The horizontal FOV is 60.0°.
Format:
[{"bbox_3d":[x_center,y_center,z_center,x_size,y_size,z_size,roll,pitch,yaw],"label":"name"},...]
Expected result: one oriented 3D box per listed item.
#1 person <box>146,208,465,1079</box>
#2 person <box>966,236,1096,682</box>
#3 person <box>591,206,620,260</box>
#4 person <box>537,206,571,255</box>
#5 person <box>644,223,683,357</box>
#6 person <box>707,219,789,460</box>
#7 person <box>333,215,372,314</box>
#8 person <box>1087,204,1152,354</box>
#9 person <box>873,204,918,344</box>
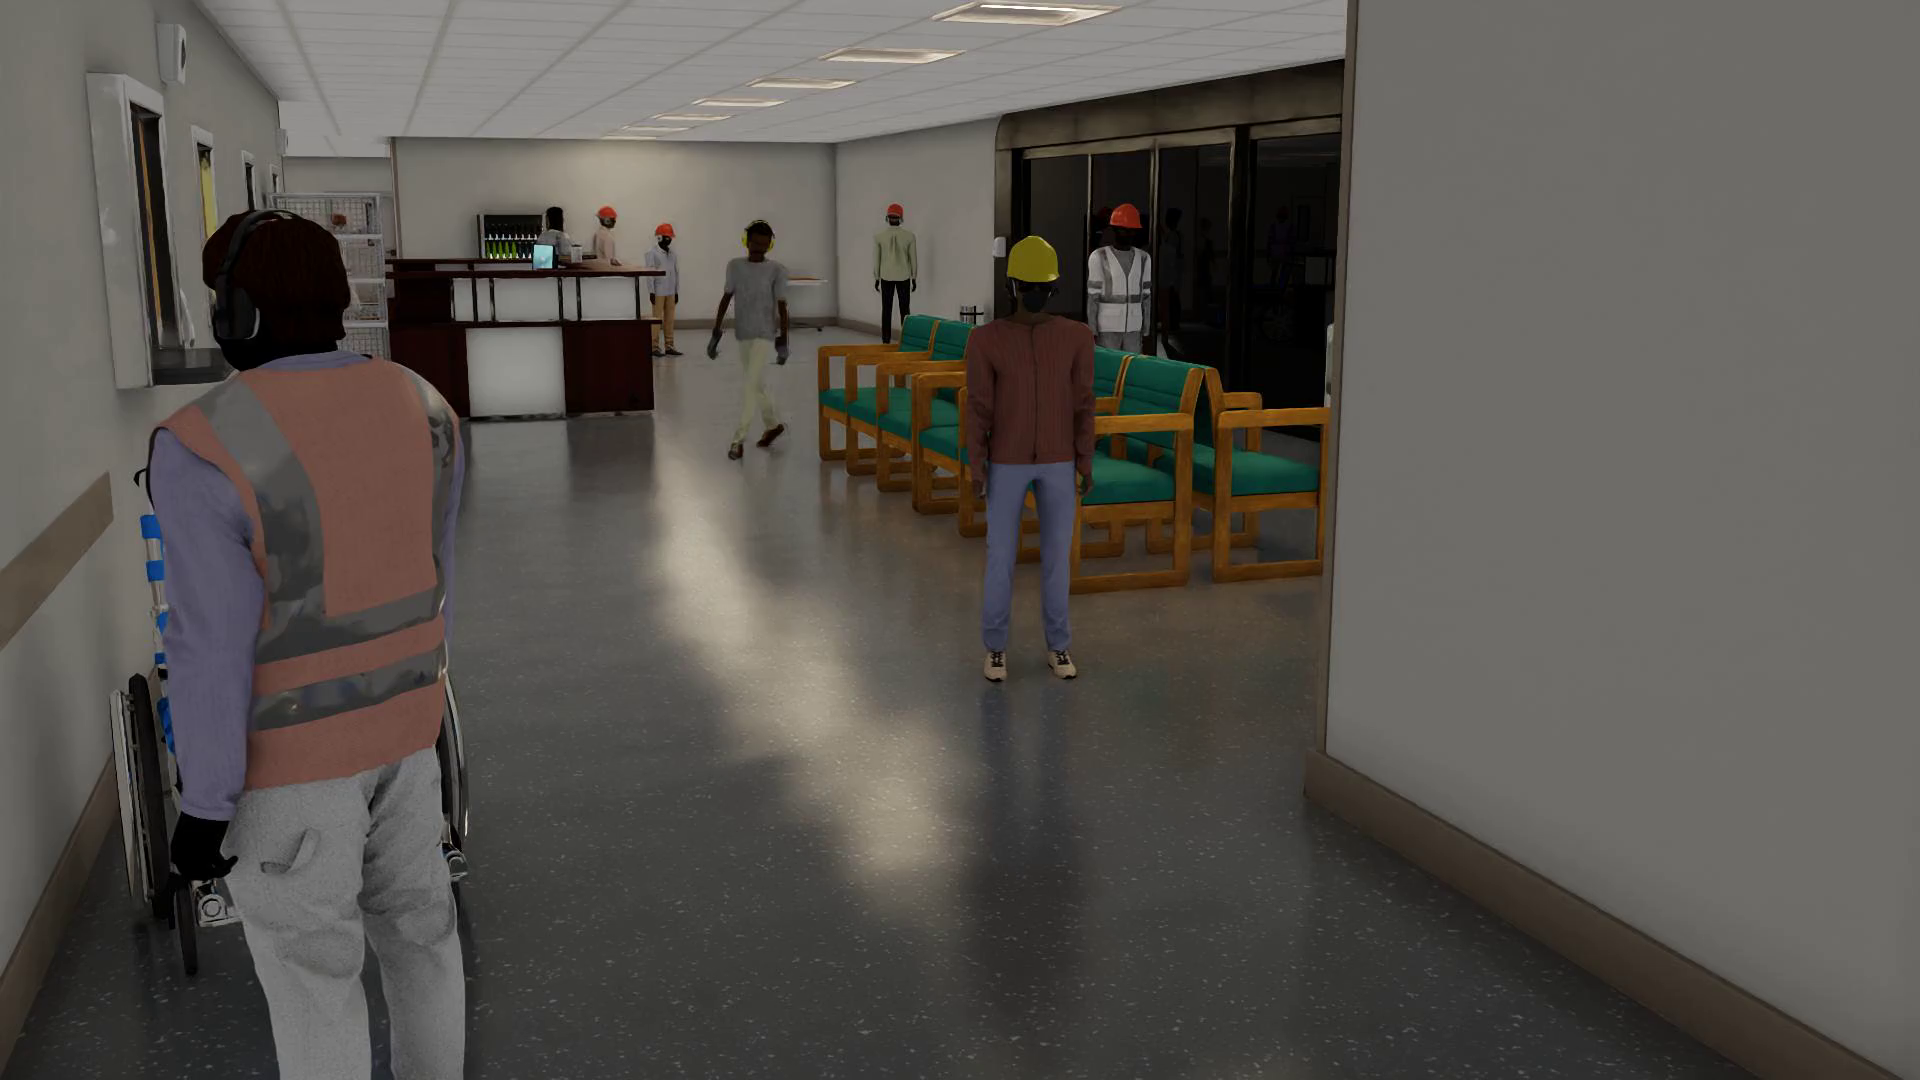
[{"bbox_3d":[-1.133,0.358,2.920,0.430,1.845,0.623,5,12,24],"label":"person"},{"bbox_3d":[0.282,-0.305,6.546,0.518,1.756,0.344,-2,11,-11],"label":"person"},{"bbox_3d":[-5.142,-3.843,24.147,0.457,1.976,0.616,-7,13,-32],"label":"person"},{"bbox_3d":[-5.596,-3.651,23.167,0.606,1.966,0.367,7,13,32],"label":"person"},{"bbox_3d":[-3.870,-3.276,21.816,0.352,1.743,0.564,7,13,33],"label":"person"},{"bbox_3d":[-1.571,-1.563,12.861,0.588,1.813,0.947,5,12,24],"label":"person"},{"bbox_3d":[-11.095,-4.942,30.083,0.906,1.843,0.592,-3,11,-15],"label":"person"},{"bbox_3d":[1.288,-1.708,13.312,0.546,1.930,0.390,-4,12,-18],"label":"person"},{"bbox_3d":[-0.888,-3.613,22.900,0.612,1.995,0.382,0,11,0],"label":"person"}]
